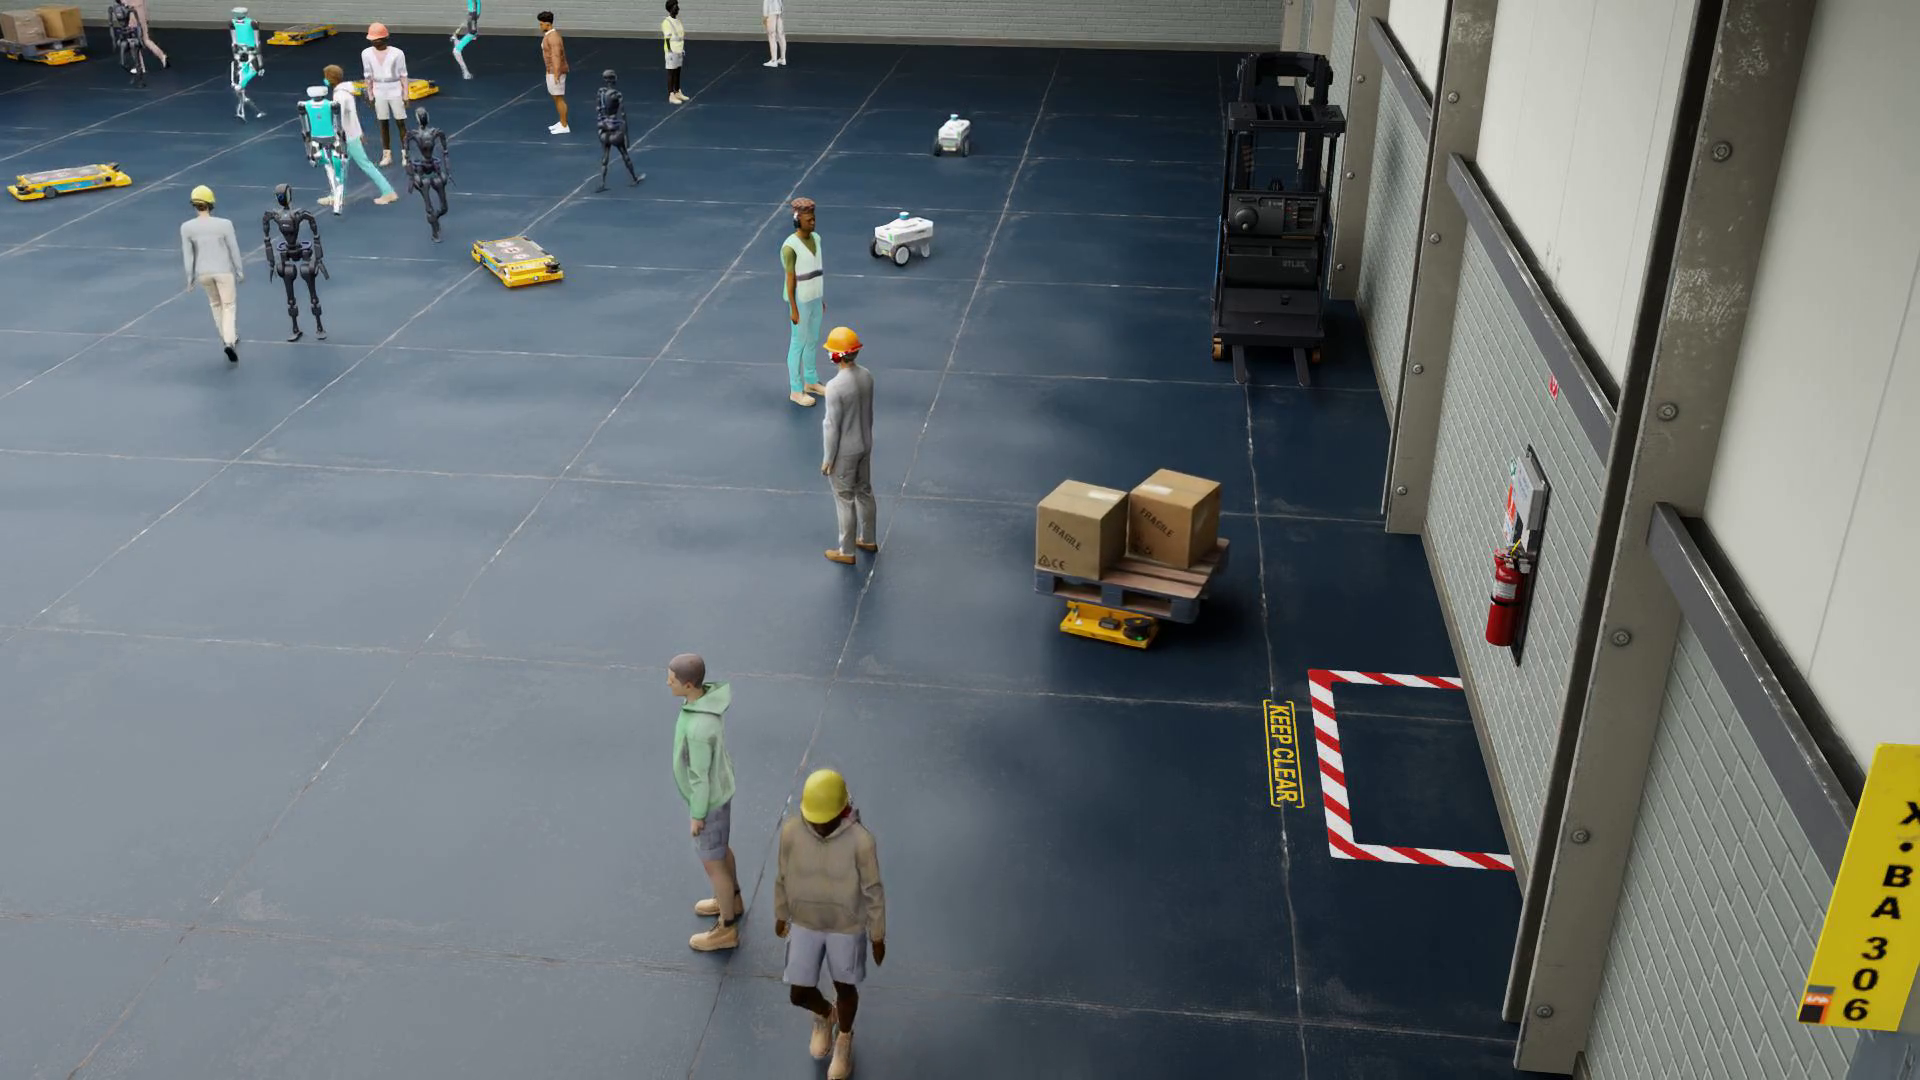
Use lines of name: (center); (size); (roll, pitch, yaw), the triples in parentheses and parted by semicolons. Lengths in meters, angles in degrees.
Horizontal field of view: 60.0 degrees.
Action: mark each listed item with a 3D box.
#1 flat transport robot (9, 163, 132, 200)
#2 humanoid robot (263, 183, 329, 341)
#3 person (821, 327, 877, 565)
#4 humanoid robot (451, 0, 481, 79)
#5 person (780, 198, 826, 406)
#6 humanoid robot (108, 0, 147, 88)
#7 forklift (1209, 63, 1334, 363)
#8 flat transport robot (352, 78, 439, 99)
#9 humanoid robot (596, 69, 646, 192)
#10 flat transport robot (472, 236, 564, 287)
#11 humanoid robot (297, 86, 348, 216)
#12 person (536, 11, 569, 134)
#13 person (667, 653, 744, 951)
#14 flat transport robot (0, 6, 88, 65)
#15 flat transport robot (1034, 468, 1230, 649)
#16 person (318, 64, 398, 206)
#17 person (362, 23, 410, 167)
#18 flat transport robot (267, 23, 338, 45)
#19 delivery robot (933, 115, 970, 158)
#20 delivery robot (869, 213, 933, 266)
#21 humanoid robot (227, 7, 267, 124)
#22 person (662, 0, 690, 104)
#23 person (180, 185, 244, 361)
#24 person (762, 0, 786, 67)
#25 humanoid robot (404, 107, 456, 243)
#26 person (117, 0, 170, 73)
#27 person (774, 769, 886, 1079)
flat transport robot: (-12.347, -4.970, 23.061); (1.431, 0.231, 0.659); (-20, 33, -34)
humanoid robot: (-6.910, -2.898, 17.336); (0.599, 1.657, 0.315); (-4, 27, -8)
person: (-0.861, -0.725, 12.790); (0.382, 1.890, 0.556); (15, 30, 27)
humanoid robot: (-8.880, -9.144, 29.780); (0.799, 1.788, 0.531); (-7, 27, -13)
person: (-1.472, -2.271, 15.767); (0.389, 1.977, 0.489); (15, 30, 27)
humanoid robot: (-14.484, -8.729, 28.992); (0.602, 1.653, 0.332); (0, 27, 0)
forklift: (3.241, -3.477, 17.183); (1.129, 2.768, 1.873); (3, 27, 6)
flat transport robot: (-9.814, -7.812, 28.734); (1.431, 0.231, 0.659); (8, 28, 16)
humanoid robot: (-4.769, -5.647, 22.887); (0.604, 1.628, 0.776); (19, 32, 33)
flat transport robot: (-5.277, -3.322, 19.770); (0.659, 0.231, 1.431); (-15, 30, -28)
humanoid robot: (-8.192, -5.062, 21.604); (0.539, 1.725, 1.014); (-5, 27, -9)
person: (-6.316, -7.314, 25.986); (0.413, 1.842, 0.794); (-10, 28, -19)
person: (-1.333, 1.363, 8.788); (0.315, 1.733, 0.475); (-3, 27, -6)
flat transport robot: (-17.318, -9.211, 31.527); (1.431, 0.231, 0.659); (15, 30, 27)
flat transport robot: (1.298, 0.360, 12.419); (0.659, 0.231, 1.431); (11, 29, 21)
person: (-8.091, -5.363, 22.073); (1.012, 1.870, 0.488); (-9, 28, -18)
person: (-8.233, -6.403, 23.947); (0.607, 2.040, 0.391); (-1, 27, -2)
flat transport robot: (-13.215, -10.171, 33.442); (0.659, 0.231, 1.431); (7, 27, 14)
delivery robot: (-0.092, -6.036, 24.886); (0.499, 0.610, 0.788); (6, 27, 12)
delivery robot: (-0.698, -3.641, 20.107); (0.783, 0.611, 0.506); (-21, 34, -36)
humanoid robot: (-11.544, -7.549, 26.601); (0.540, 1.773, 0.972); (6, 27, 12)
person: (-4.786, -8.212, 27.935); (0.320, 1.697, 0.531); (8, 28, 16)
person: (-7.594, -2.707, 16.905); (0.531, 1.733, 0.748); (-2, 27, -4)
person: (-3.444, -9.728, 30.767); (0.402, 1.876, 0.497); (21, 33, 36)
humanoid robot: (-6.633, -4.568, 20.695); (0.589, 1.637, 0.589); (-18, 32, -31)
person: (-14.903, -9.431, 30.181); (0.679, 1.874, 0.669); (5, 27, 9)
person: (-0.615, 1.810, 7.862); (0.565, 1.749, 0.449); (4, 27, 9)
